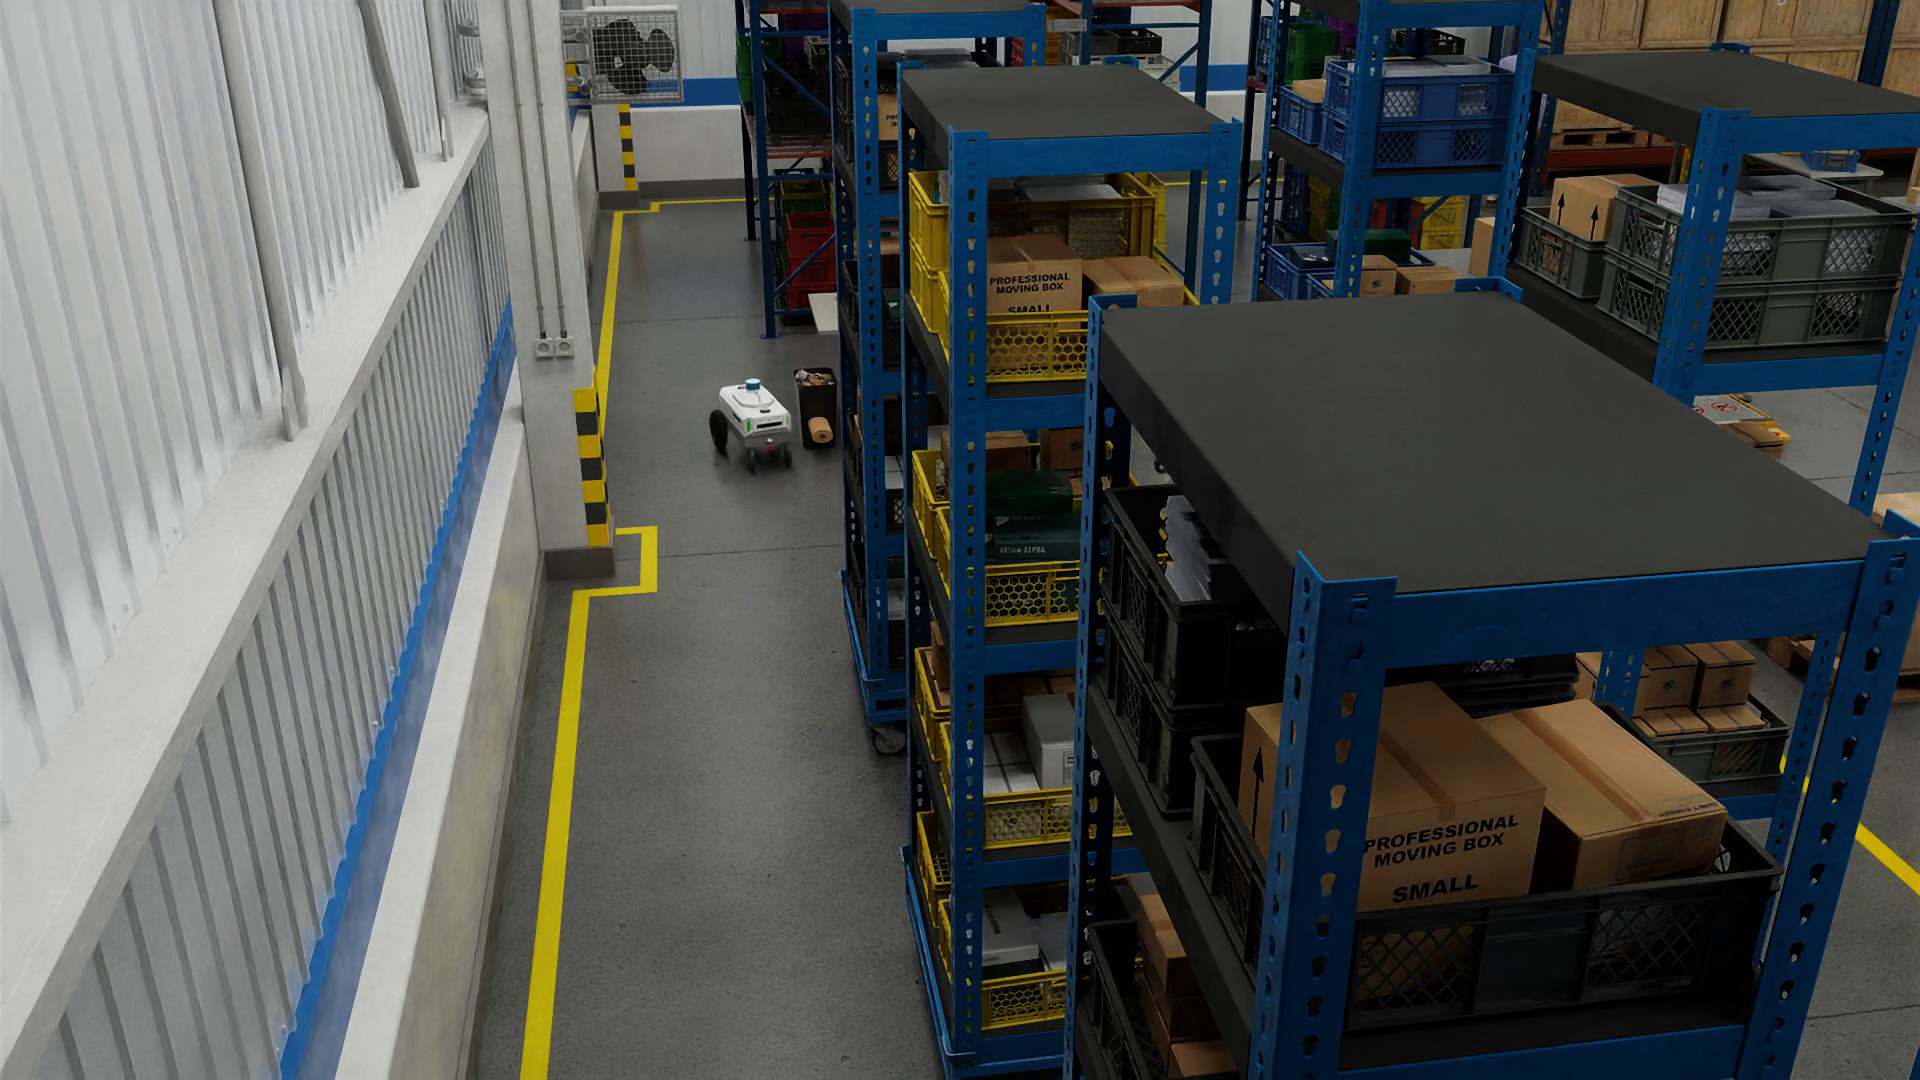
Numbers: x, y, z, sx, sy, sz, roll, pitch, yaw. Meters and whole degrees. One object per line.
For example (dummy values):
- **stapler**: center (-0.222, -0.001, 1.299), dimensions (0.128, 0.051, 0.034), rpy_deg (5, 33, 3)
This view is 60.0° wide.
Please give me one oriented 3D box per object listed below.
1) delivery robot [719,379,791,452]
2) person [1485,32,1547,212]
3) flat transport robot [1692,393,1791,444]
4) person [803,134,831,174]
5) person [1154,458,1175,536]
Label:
- **delivery robot**: center (-1.454, -0.899, 11.776), dimensions (0.477, 0.478, 0.707), rpy_deg (-10, 27, -22)
- **person**: center (6.103, -4.612, 18.309), dimensions (0.633, 1.938, 0.356), rpy_deg (18, 30, 34)
- **flat transport robot**: center (5.224, -0.859, 12.132), dimensions (1.431, 0.197, 0.652), rpy_deg (-4, 25, -8)
- **person**: center (-1.427, -4.515, 18.231), dimensions (0.969, 1.839, 0.574), rpy_deg (17, 30, 33)
- **person**: center (1.378, -0.463, 9.648), dimensions (0.523, 1.636, 0.309), rpy_deg (5, 25, 11)
